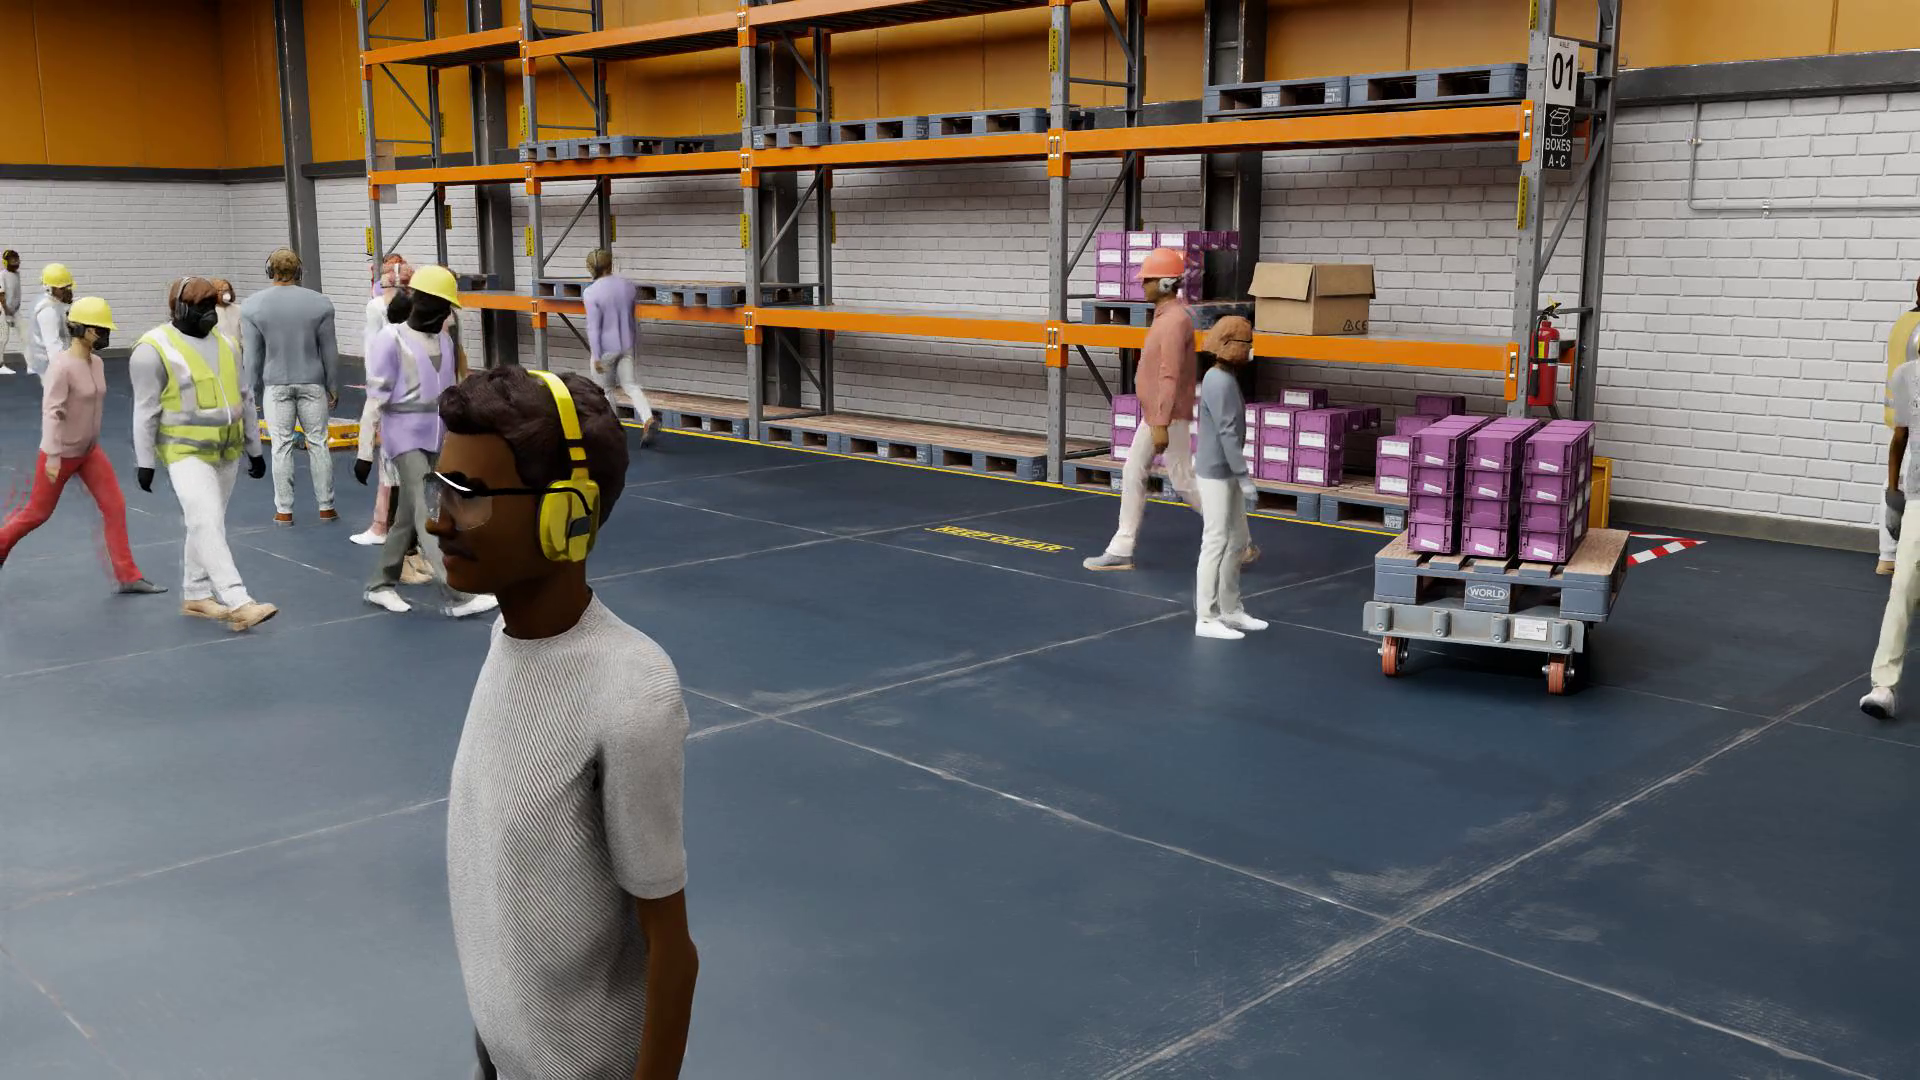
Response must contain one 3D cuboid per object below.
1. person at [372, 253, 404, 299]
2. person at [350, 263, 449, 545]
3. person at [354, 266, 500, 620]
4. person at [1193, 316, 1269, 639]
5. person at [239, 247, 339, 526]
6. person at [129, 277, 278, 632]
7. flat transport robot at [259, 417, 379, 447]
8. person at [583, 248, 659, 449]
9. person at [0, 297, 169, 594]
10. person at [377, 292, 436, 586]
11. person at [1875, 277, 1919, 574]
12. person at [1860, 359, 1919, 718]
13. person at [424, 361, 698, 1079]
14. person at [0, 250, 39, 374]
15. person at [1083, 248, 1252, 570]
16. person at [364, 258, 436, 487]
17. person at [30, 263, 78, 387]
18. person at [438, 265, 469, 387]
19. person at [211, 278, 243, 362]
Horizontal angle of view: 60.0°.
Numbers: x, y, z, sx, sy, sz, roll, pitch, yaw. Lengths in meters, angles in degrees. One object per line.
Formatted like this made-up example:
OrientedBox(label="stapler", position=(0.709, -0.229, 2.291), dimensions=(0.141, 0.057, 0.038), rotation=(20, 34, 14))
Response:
OrientedBox(label="person", position=(-6.289, -2.315, 18.734), dimensions=(0.583, 1.826, 0.705), rotation=(-6, 12, -31))
OrientedBox(label="person", position=(-3.476, -0.859, 10.756), dimensions=(1.030, 1.854, 0.644), rotation=(3, 11, 16))
OrientedBox(label="person", position=(-2.845, -0.506, 8.811), dimensions=(0.916, 1.855, 0.674), rotation=(3, 11, 17))
OrientedBox(label="person", position=(1.360, -0.305, 8.340), dimensions=(0.365, 1.628, 0.516), rotation=(3, 11, 18))
OrientedBox(label="person", position=(-4.661, -1.064, 11.626), dimensions=(0.627, 1.940, 0.372), rotation=(-5, 11, -23))
OrientedBox(label="person", position=(-3.819, -0.437, 8.576), dimensions=(0.850, 1.804, 0.653), rotation=(4, 11, 22))
OrientedBox(label="flat transport robot", position=(-6.298, -1.059, 16.147), dimensions=(1.431, 0.197, 0.652), rotation=(7, 13, 35))
OrientedBox(label="person", position=(-3.207, -1.777, 15.618), dimensions=(0.866, 1.908, 0.647), rotation=(9, 14, 40))
OrientedBox(label="person", position=(-5.043, -0.510, 9.275), dimensions=(0.970, 1.700, 0.544), rotation=(0, 10, 2))
OrientedBox(label="person", position=(-3.212, -0.591, 9.705), dimensions=(0.322, 1.697, 0.531), rotation=(0, 10, 1))
OrientedBox(label="person", position=(5.626, -0.662, 9.697), dimensions=(0.429, 1.844, 0.626), rotation=(2, 11, 8))
OrientedBox(label="person", position=(4.147, -0.149, 6.986), dimensions=(0.537, 1.816, 0.992), rotation=(8, 13, 39))
OrientedBox(label="person", position=(-0.517, 0.708, 2.140), dimensions=(0.329, 1.875, 0.516), rotation=(-7, 13, -35))
OrientedBox(label="person", position=(-13.748, -3.296, 24.161), dimensions=(0.901, 1.798, 0.517), rotation=(2, 11, 10))
OrientedBox(label="person", position=(1.289, -0.758, 9.918), dimensions=(0.995, 1.958, 0.625), rotation=(0, 10, 0))
OrientedBox(label="person", position=(-4.495, -1.330, 13.351), dimensions=(0.578, 1.830, 0.992), rotation=(-10, 15, -44))
OrientedBox(label="person", position=(-7.749, -1.480, 14.304), dimensions=(0.466, 1.788, 0.620), rotation=(-4, 11, -19))
OrientedBox(label="person", position=(-3.729, -1.090, 12.149), dimensions=(0.955, 1.794, 0.516), rotation=(5, 11, 25))
OrientedBox(label="person", position=(-7.431, -1.841, 16.770), dimensions=(0.752, 1.606, 0.510), rotation=(6, 12, 31))
